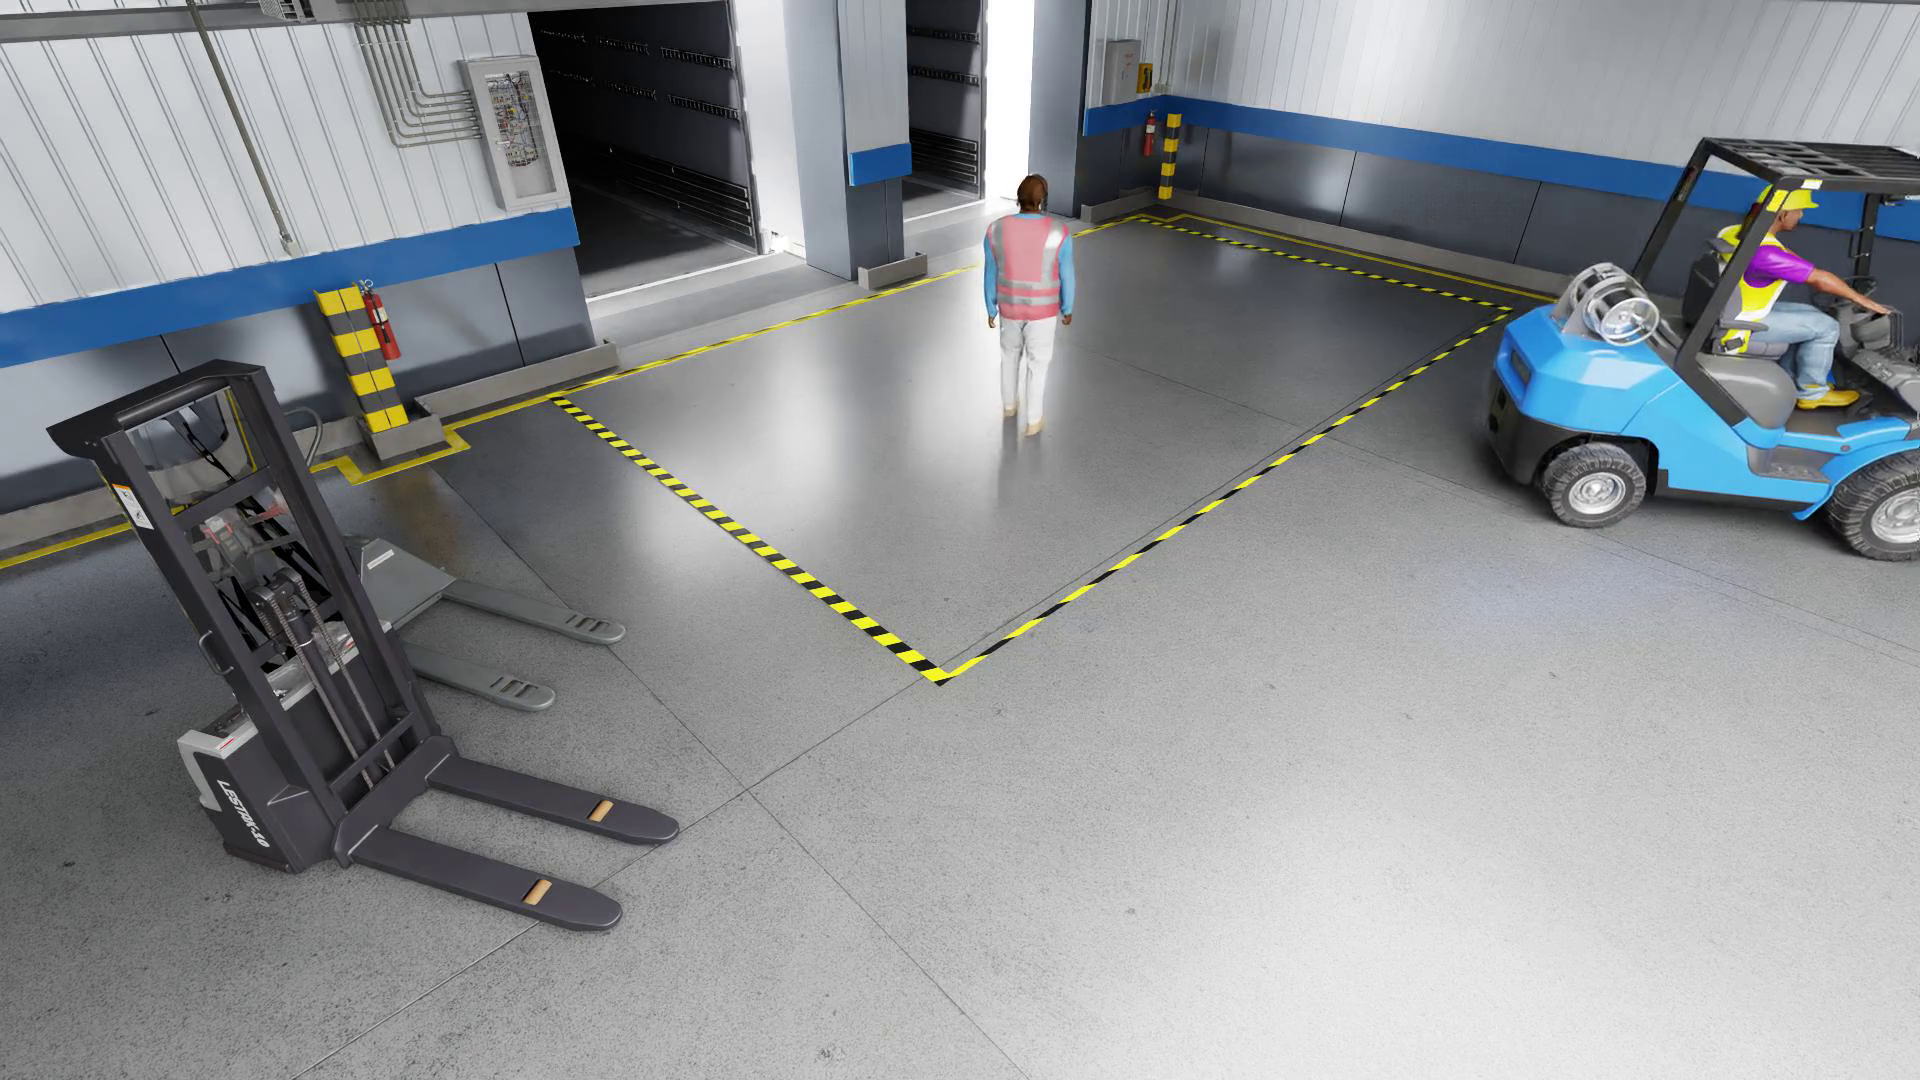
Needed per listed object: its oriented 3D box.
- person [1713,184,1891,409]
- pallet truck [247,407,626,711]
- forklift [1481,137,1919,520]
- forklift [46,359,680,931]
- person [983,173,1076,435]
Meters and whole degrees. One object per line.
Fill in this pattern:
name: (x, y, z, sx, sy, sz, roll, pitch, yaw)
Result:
person: (4.991, -1.424, 5.420, 1.004, 1.293, 0.635, 8, 35, 11)
pallet truck: (-2.628, 0.038, 4.590, 1.601, 1.201, 0.680, 12, 36, 18)
forklift: (4.935, -1.282, 5.543, 2.680, 2.036, 1.157, 8, 35, 11)
forklift: (-2.135, 0.422, 3.354, 1.885, 1.965, 0.823, 10, 35, 14)
person: (0.509, -1.678, 6.600, 0.638, 1.838, 0.553, 9, 35, 14)
